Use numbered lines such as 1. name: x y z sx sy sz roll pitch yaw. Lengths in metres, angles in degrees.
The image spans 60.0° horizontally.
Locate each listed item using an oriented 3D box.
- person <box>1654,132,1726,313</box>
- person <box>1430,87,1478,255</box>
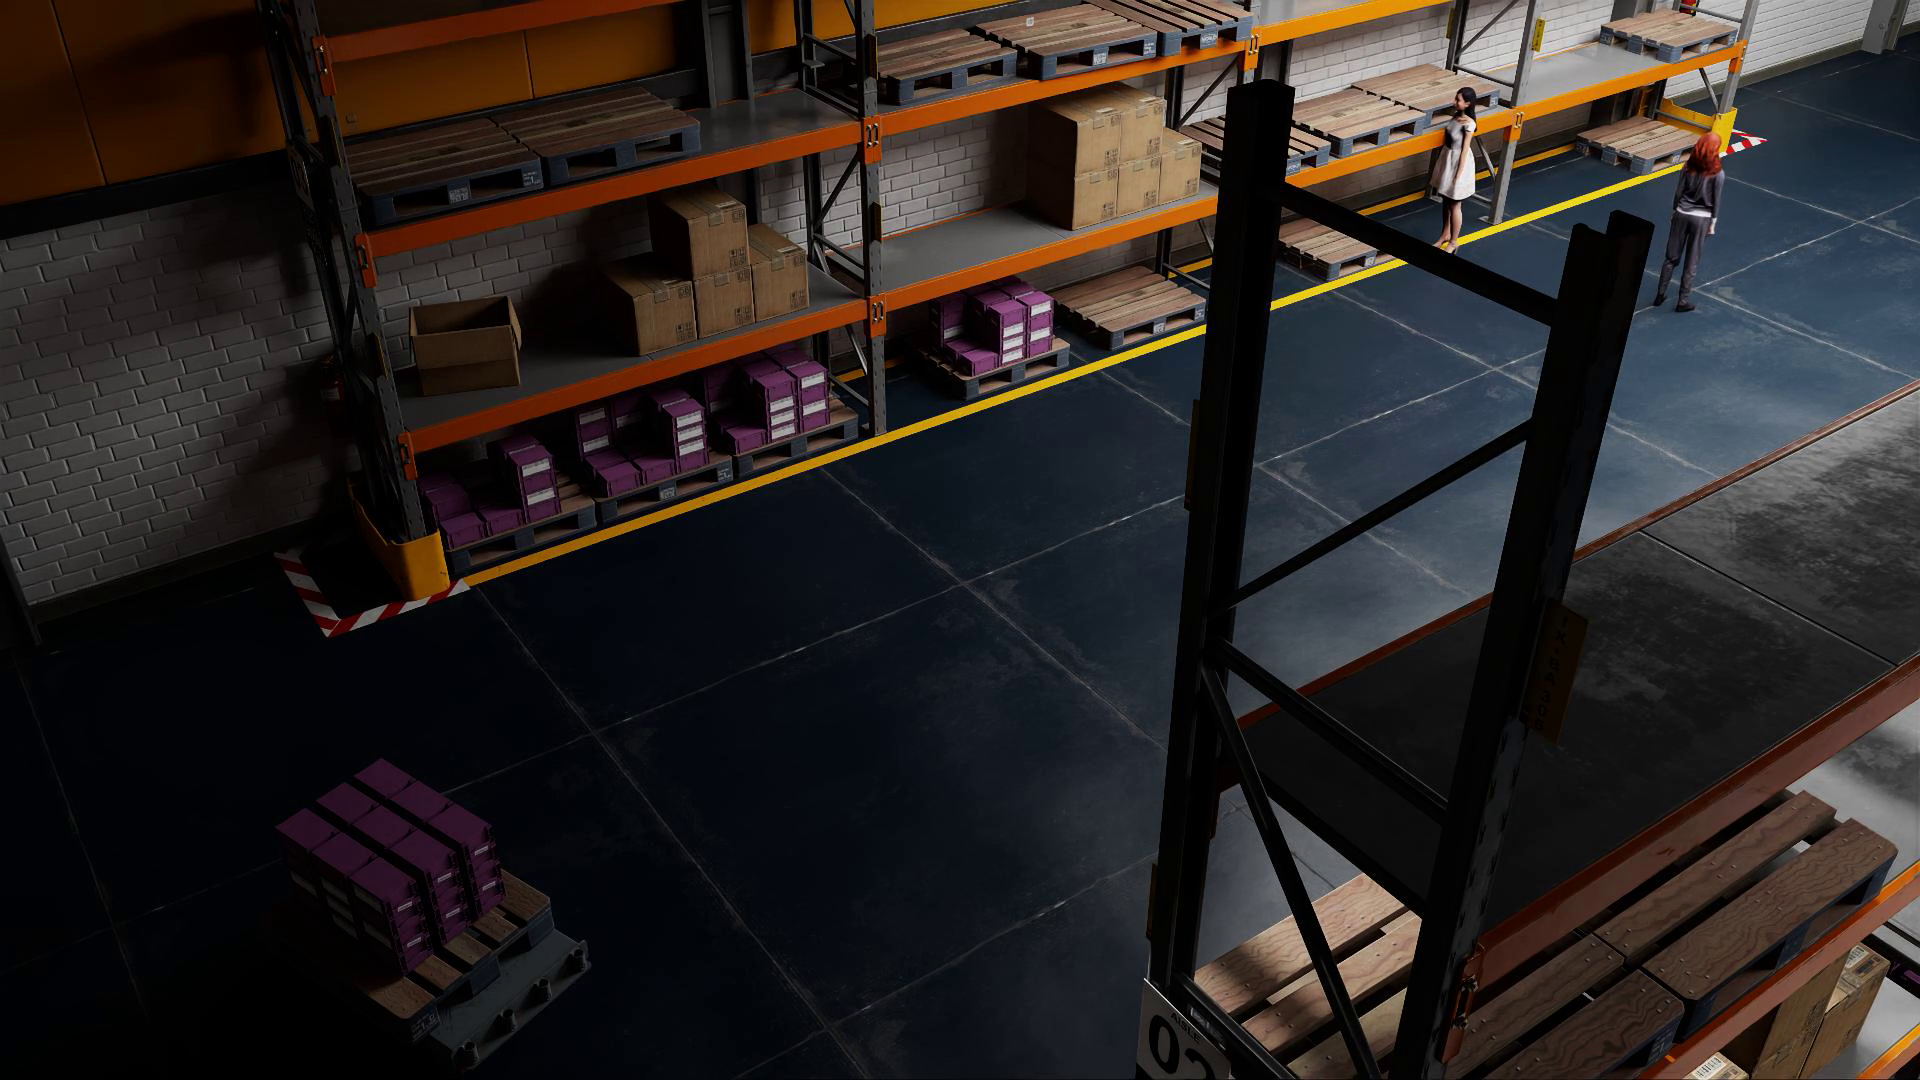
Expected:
1. person: 7.013 -3.049 15.942 0.558 1.780 0.610 -29 43 -36
2. person: 5.069 -3.774 17.044 0.797 1.769 0.775 -3 34 -5
